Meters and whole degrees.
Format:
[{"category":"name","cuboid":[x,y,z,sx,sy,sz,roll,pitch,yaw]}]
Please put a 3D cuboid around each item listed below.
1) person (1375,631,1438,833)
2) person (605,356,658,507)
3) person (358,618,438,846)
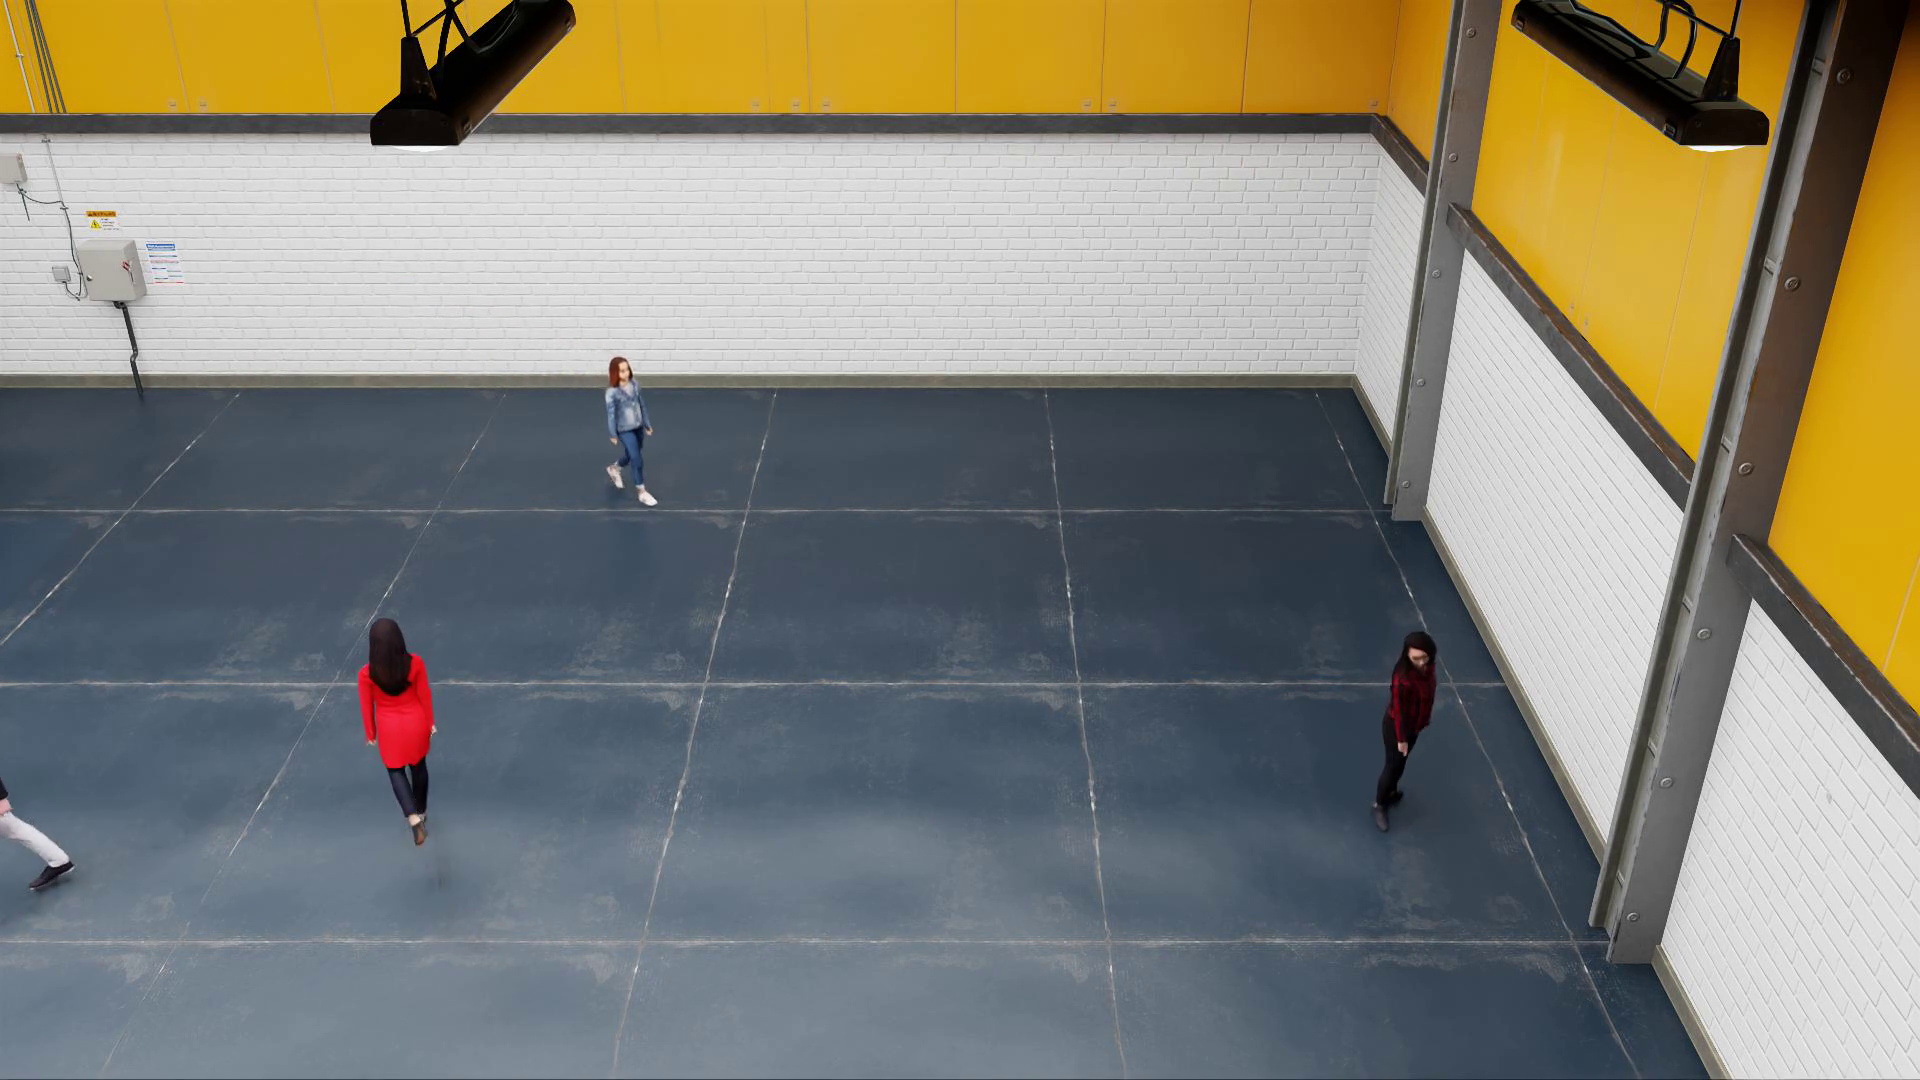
[{"category":"person","cuboid":[3.054,1.239,11.488,0.823,1.634,0.721,14,31,23]},{"category":"person","cuboid":[-3.205,-1.075,15.917,0.927,1.456,0.955,17,33,29]},{"category":"person","cuboid":[-3.731,1.336,11.206,0.820,1.733,0.958,-13,31,-23]}]
